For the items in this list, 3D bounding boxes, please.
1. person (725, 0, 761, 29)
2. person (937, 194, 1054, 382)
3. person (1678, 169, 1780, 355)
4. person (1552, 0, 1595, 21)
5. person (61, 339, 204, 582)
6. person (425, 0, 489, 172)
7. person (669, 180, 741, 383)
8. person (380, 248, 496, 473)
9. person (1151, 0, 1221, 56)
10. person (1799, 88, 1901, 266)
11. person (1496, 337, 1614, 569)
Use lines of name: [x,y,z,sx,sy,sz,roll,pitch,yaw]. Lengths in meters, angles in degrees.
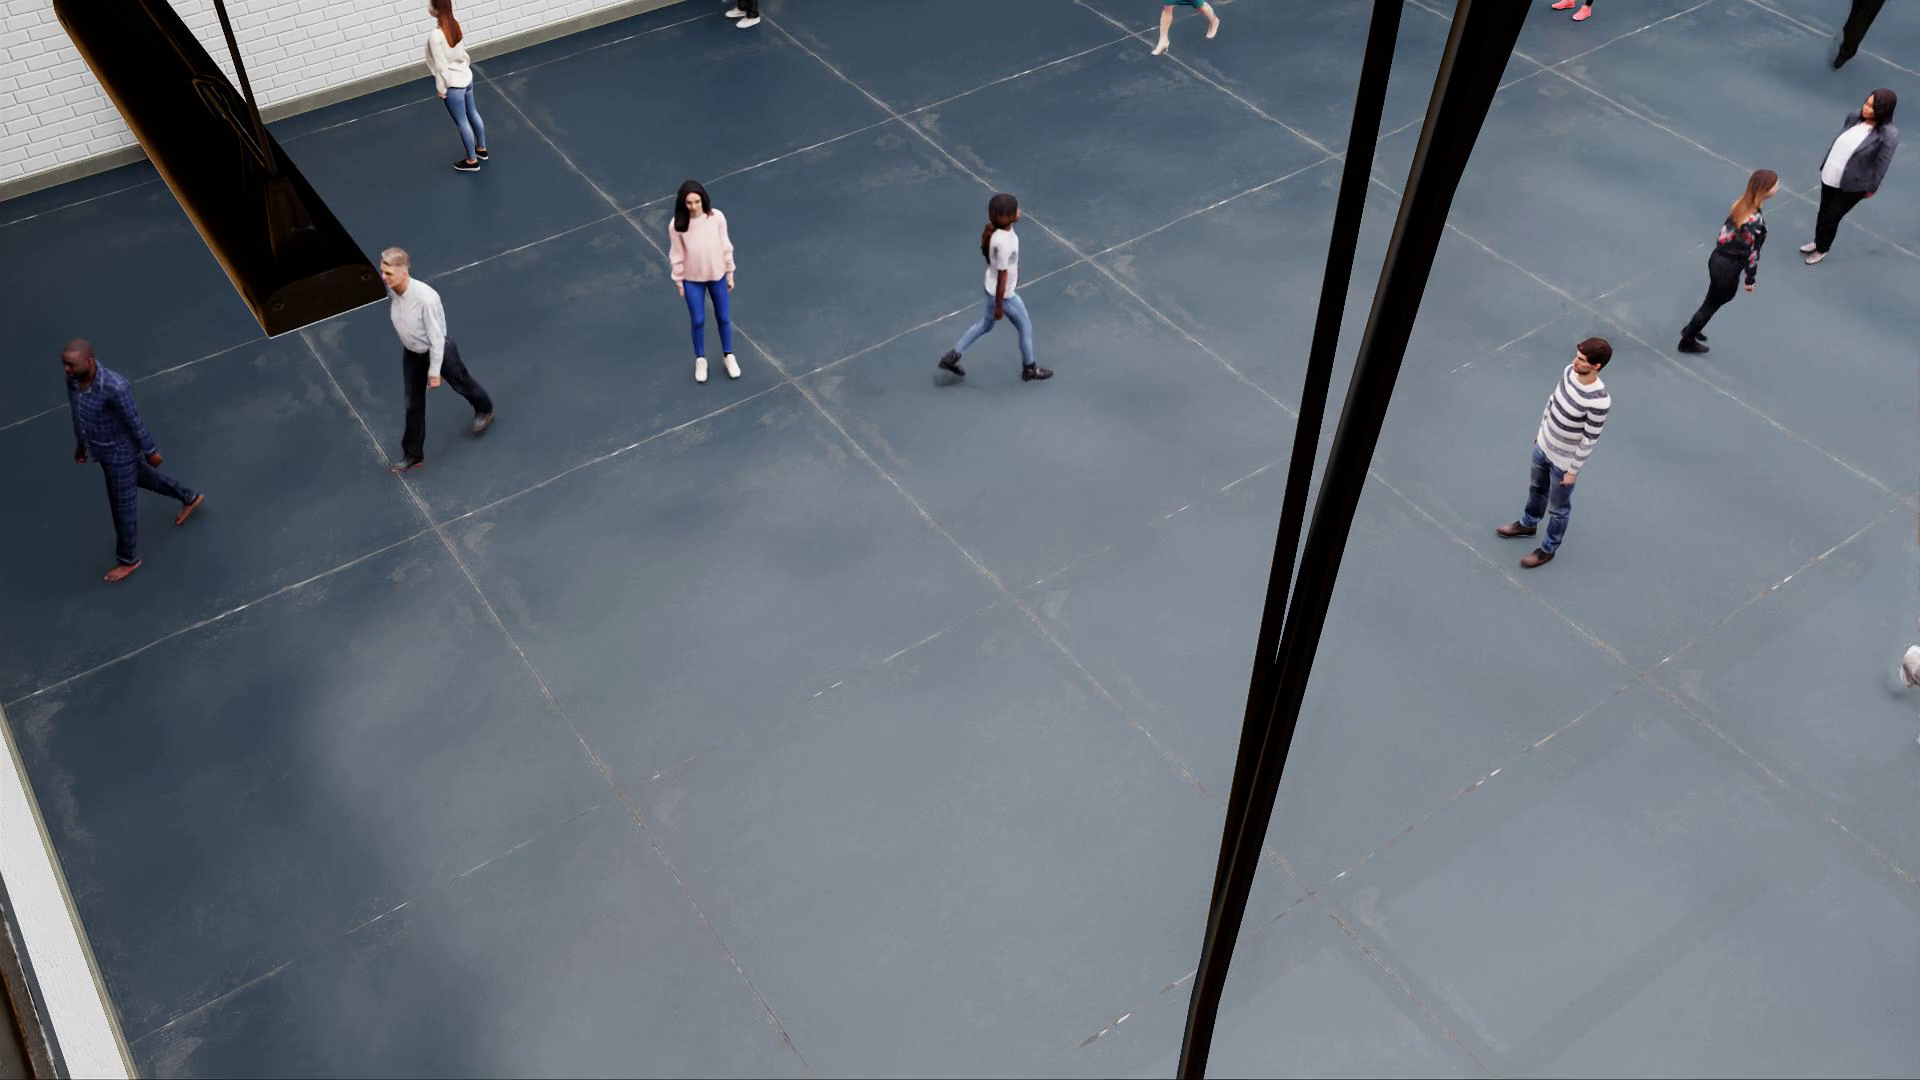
person: [-2.293,-6.213,17.179,0.592,1.811,0.694,-18,47,-18]
person: [0.228,-1.883,12.728,1.217,1.680,0.955,-5,44,-5]
person: [5.926,-2.158,13.024,0.745,1.670,0.685,7,44,7]
person: [6.625,-6.293,17.348,0.551,1.693,0.608,-21,48,-21]
person: [-5.708,-0.671,11.384,0.934,1.779,1.240,25,49,24]
person: [-4.584,-4.172,15.124,0.763,1.689,0.684,11,45,11]
person: [-1.965,-2.010,12.799,0.614,1.767,0.774,-10,44,-10]
person: [-3.799,-1.392,12.153,1.035,1.762,1.318,20,47,20]
person: [2.371,-5.694,16.757,1.060,1.640,0.555,-24,49,-23]
person: [7.561,-3.079,14.053,0.741,1.583,0.748,-15,46,-15]
person: [4.090,-0.615,11.271,0.661,1.854,0.714,-10,45,-11]
